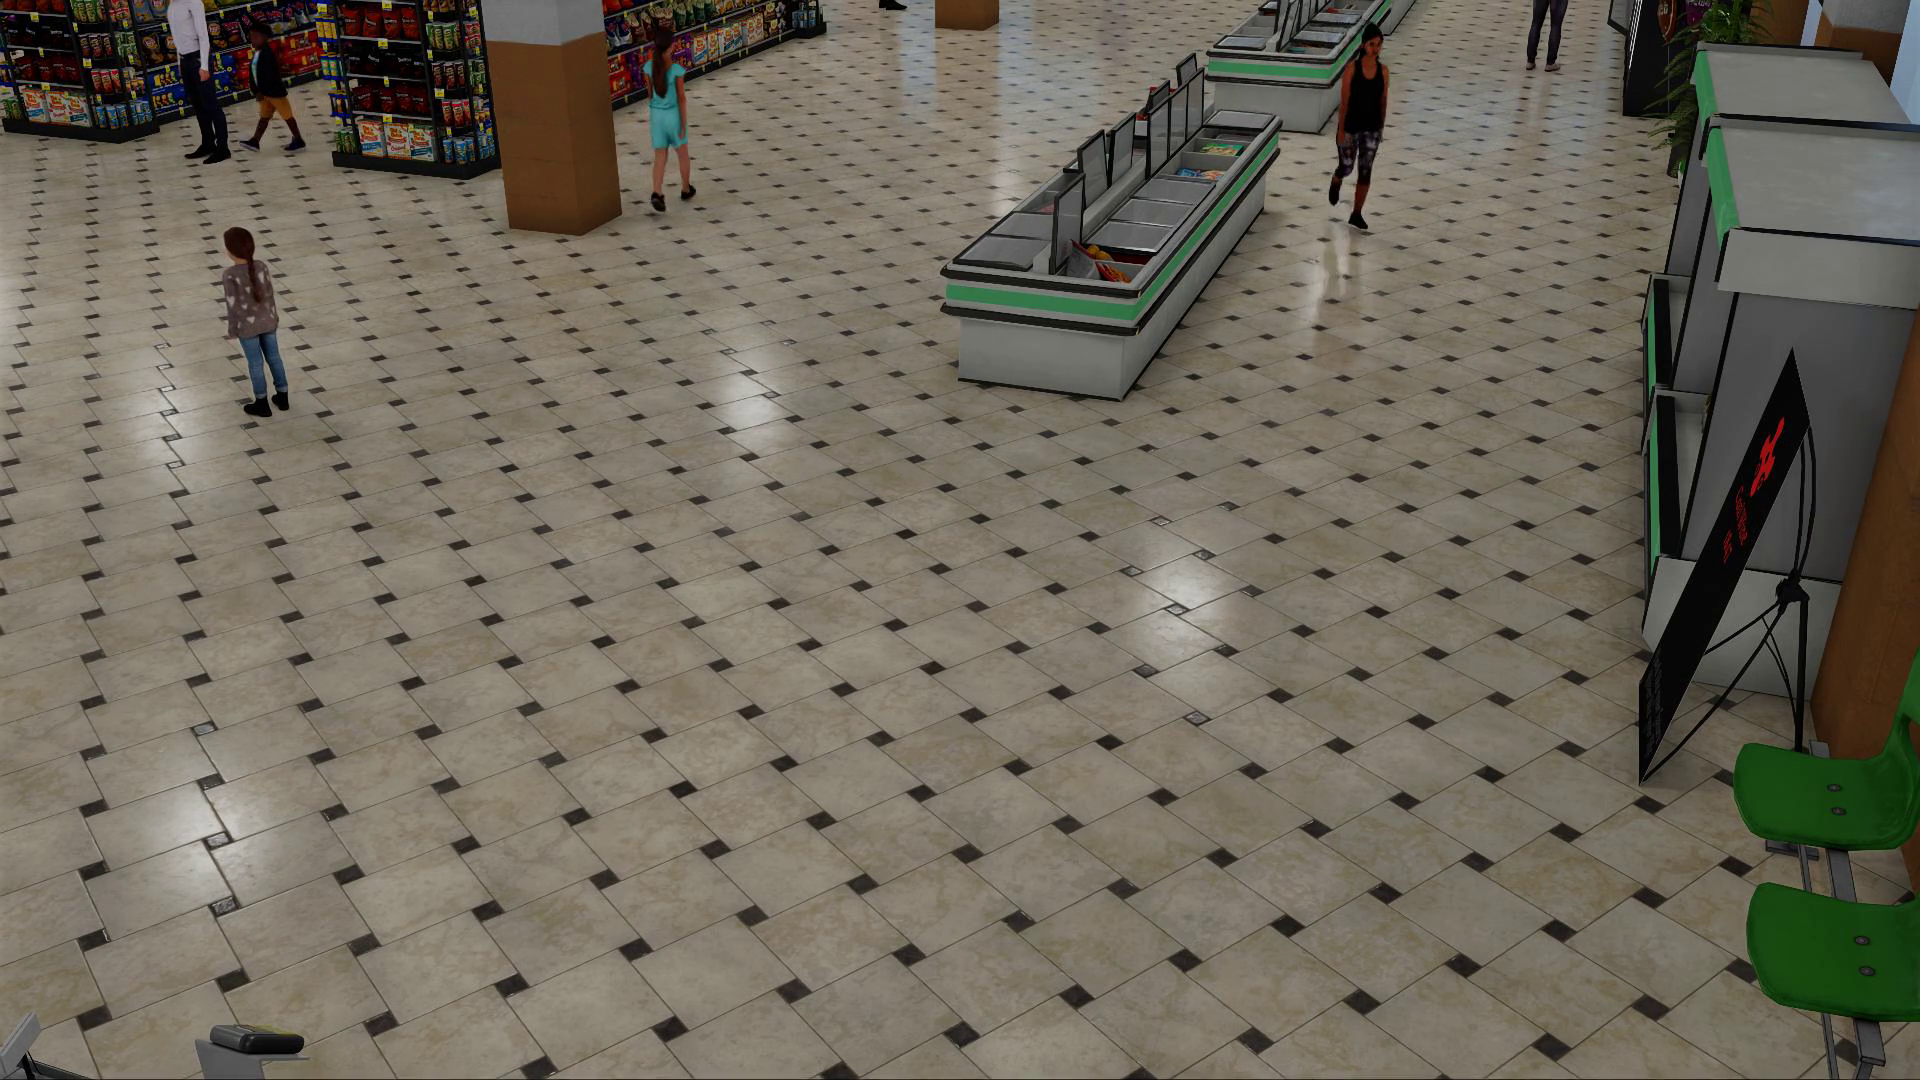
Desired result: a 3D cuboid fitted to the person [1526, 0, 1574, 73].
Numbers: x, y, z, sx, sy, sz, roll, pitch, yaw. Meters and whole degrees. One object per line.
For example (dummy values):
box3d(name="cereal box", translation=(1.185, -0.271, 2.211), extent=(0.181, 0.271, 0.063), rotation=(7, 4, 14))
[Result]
box3d(name="person", translation=(7.024, -6.515, 19.737), extent=(0.738, 1.824, 0.672), rotation=(16, 31, 29))

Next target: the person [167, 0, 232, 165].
box3d(name="person", translation=(-7.283, -4.573, 15.858), extent=(0.691, 1.868, 0.691), rotation=(20, 33, 34))

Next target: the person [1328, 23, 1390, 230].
box3d(name="person", translation=(3.305, -3.465, 13.914), extent=(0.832, 1.650, 0.979), rotation=(-5, 27, -9))

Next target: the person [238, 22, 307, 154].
box3d(name="person", translation=(-6.624, -4.379, 16.167), extent=(0.927, 1.243, 0.718), rotation=(-24, 36, -39))

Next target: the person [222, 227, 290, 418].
box3d(name="person", translation=(-4.345, -1.348, 10.242), extent=(0.587, 1.195, 0.475), rotation=(18, 32, 32))

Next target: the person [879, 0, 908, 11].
box3d(name="person", translation=(-1.016, -8.559, 23.687), extent=(0.811, 1.896, 0.759), rotation=(-13, 30, -24))

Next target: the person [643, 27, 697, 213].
box3d(name="person", translation=(-2.546, -3.589, 14.291), extent=(0.681, 1.530, 1.068), rotation=(4, 27, 7))
